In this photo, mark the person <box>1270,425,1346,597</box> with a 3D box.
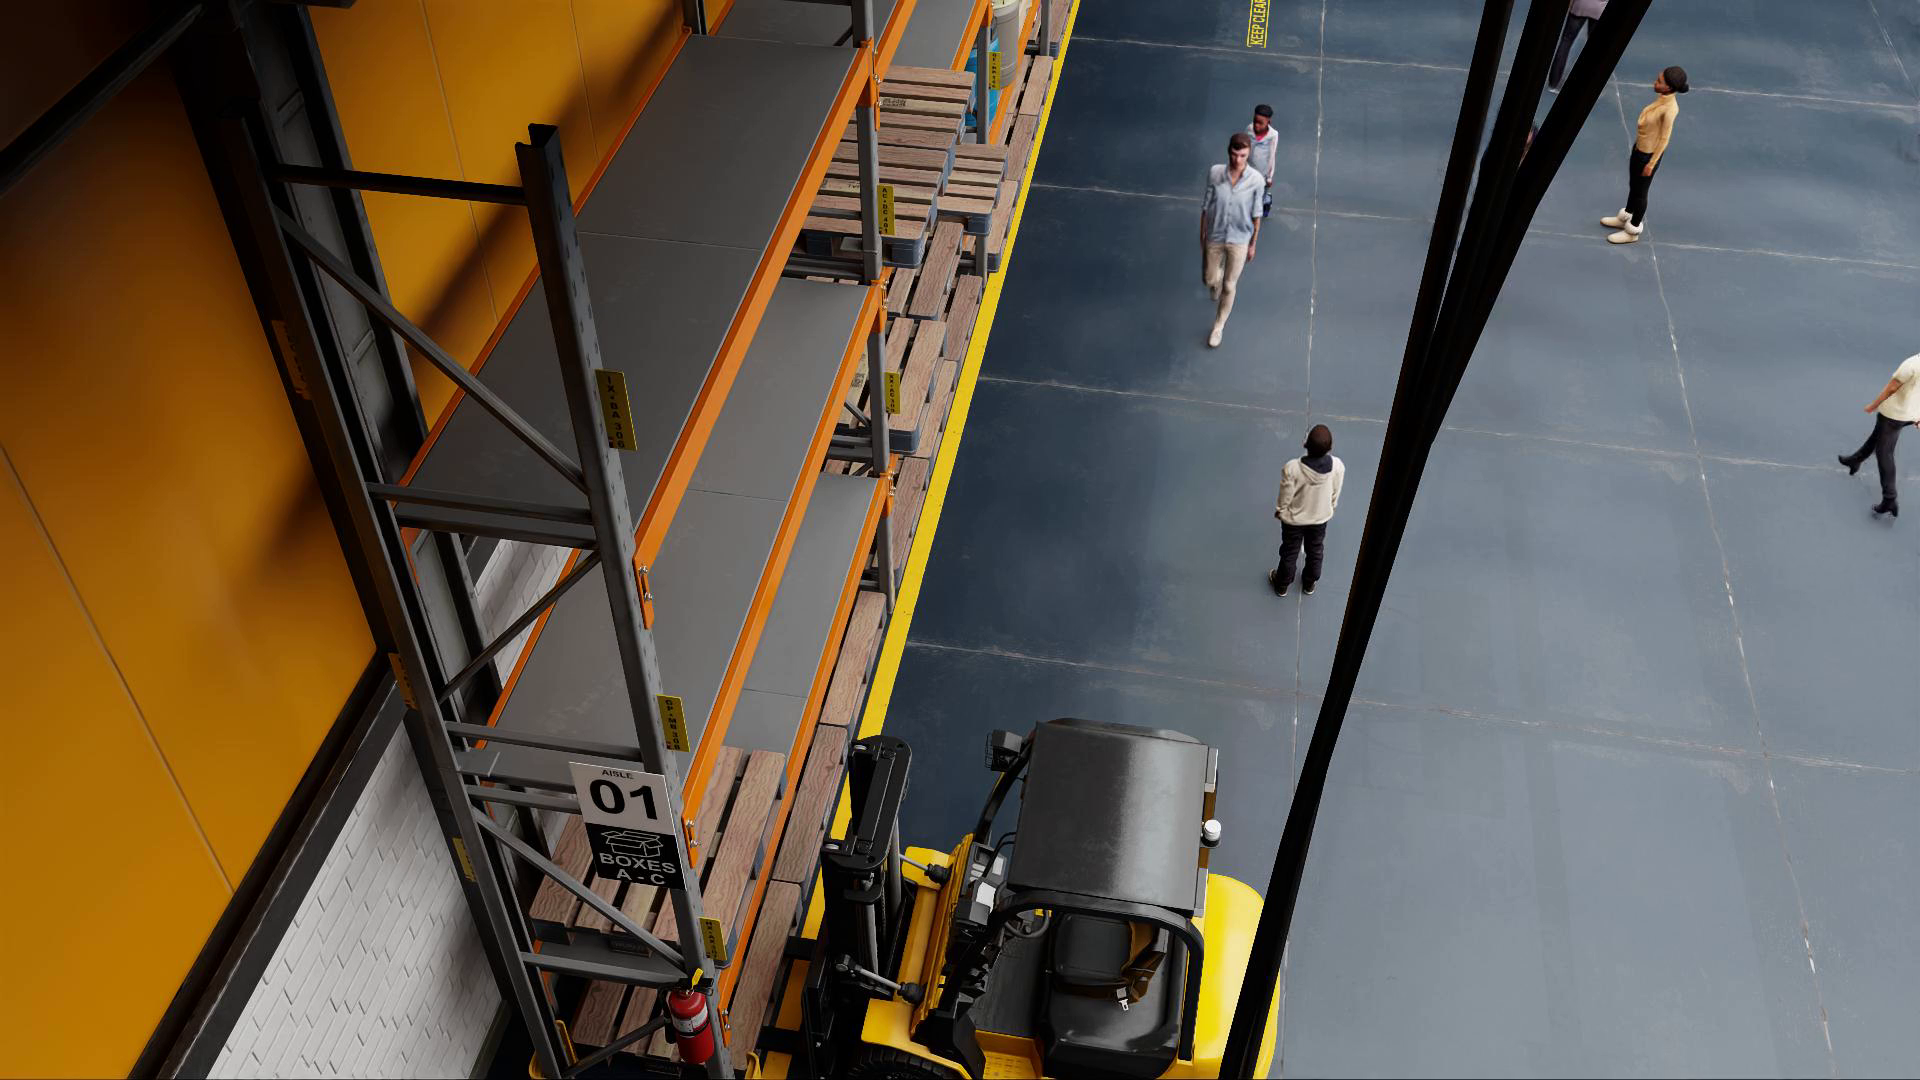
[{"bbox_3d":[2.369,-0.189,11.355,0.622,1.455,0.581,-2,44,-2],"label":"person"}]

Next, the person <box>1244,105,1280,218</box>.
[{"bbox_3d":[2.670,-3.317,14.790,0.667,1.245,0.820,27,50,26],"label":"person"}]

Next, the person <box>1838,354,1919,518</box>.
[{"bbox_3d":[6.817,-0.862,11.991,0.857,1.553,1.079,-10,44,-10],"label":"person"}]

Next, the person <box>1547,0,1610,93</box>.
[{"bbox_3d":[6.244,-5.288,16.423,0.726,1.847,0.649,19,47,19],"label":"person"}]

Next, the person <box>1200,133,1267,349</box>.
[{"bbox_3d":[2.191,-2.493,13.501,0.717,1.831,0.987,11,45,12],"label":"person"}]

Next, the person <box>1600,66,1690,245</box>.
[{"bbox_3d":[6.025,-3.384,14.560,0.672,1.660,0.508,4,44,4],"label":"person"}]
